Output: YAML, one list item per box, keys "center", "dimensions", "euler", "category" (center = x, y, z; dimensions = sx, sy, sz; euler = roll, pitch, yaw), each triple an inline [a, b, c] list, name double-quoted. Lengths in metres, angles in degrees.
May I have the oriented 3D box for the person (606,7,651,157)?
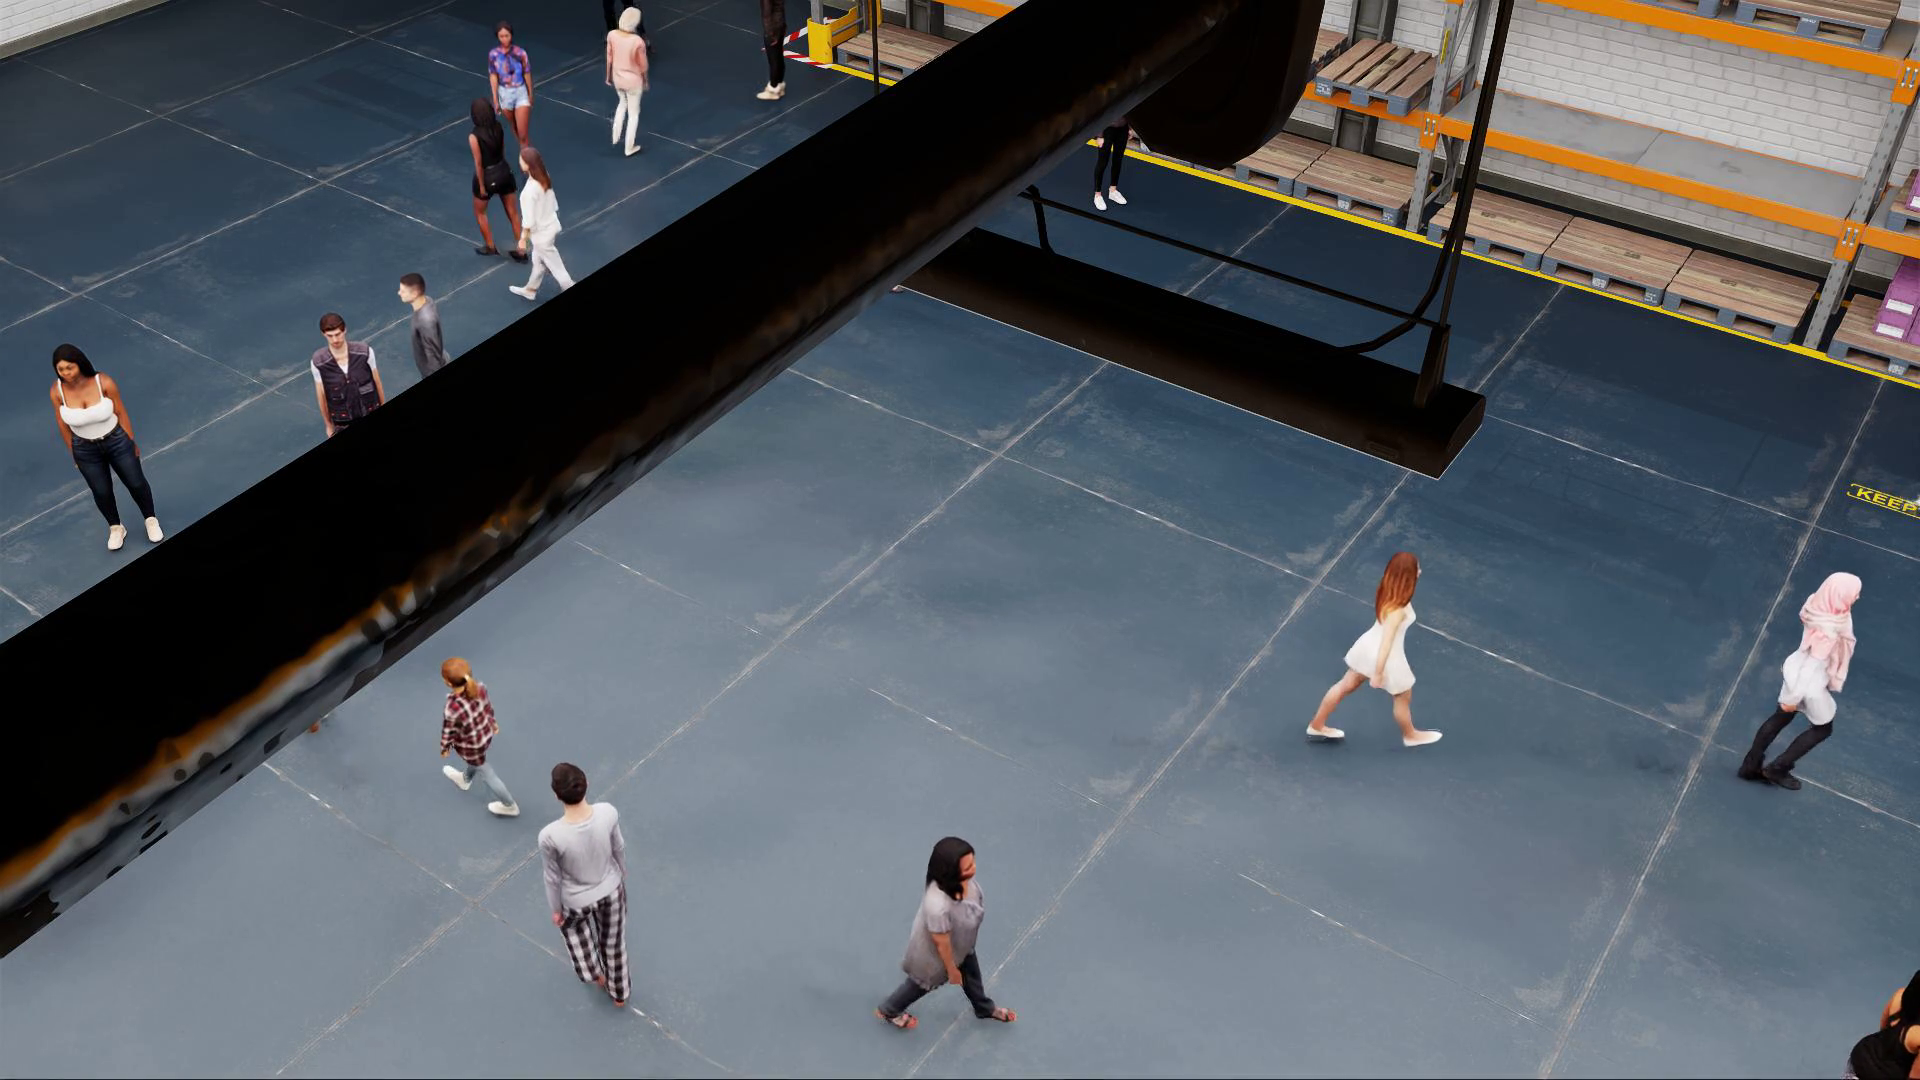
- center: [-3.702, -5.078, 18.440]
  dimensions: [0.612, 1.686, 0.810]
  euler: [5, 39, 6]
  category: "person"

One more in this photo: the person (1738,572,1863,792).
- center: [5.417, 0.918, 10.850]
  dimensions: [0.795, 1.789, 0.758]
  euler: [6, 39, 8]
  category: "person"

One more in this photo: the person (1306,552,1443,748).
- center: [2.730, 0.769, 11.139]
  dimensions: [1.200, 1.662, 0.994]
  euler: [1, 39, 2]
  category: "person"

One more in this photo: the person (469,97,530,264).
- center: [-4.535, -3.513, 16.454]
  dimensions: [0.779, 1.719, 0.615]
  euler: [22, 44, 25]
  category: "person"

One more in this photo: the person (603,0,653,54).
- center: [-4.200, -6.906, 20.634]
  dimensions: [0.876, 1.806, 1.224]
  euler: [-29, 47, -31]
  category: "person"

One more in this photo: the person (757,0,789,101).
- center: [-2.184, -6.019, 19.639]
  dimensions: [0.643, 1.661, 0.695]
  euler: [23, 44, 26]
  category: "person"

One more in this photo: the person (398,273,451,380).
- center: [-4.356, -1.435, 13.817]
  dimensions: [0.756, 1.762, 0.662]
  euler: [-12, 40, -15]
  category: "person"

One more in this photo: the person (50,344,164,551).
- center: [-6.654, -0.737, 12.906]
  dimensions: [0.752, 1.809, 0.783]
  euler: [-13, 40, -16]
  category: "person"

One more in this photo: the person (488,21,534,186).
- center: [-4.843, -4.799, 18.083]
  dimensions: [1.140, 1.695, 1.183]
  euler: [-6, 39, -7]
  category: "person"

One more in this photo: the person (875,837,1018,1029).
- center: [-0.179, 2.242, 9.370]
  dimensions: [1.151, 1.566, 0.914]
  euler: [7, 39, 8]
  category: "person"

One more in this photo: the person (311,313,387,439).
- center: [-4.784, -0.997, 13.200]
  dimensions: [0.752, 1.848, 0.754]
  euler: [-17, 42, -20]
  category: "person"

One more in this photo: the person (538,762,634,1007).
- center: [-2.060, 2.031, 9.418]
  dimensions: [0.792, 1.836, 0.833]
  euler: [-21, 43, -24]
  category: "person"

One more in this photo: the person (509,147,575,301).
- center: [-3.866, -2.910, 15.745]
  dimensions: [1.056, 1.662, 0.916]
  euler: [1, 39, 2]
  category: "person"

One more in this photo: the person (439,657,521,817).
- center: [-3.100, 1.309, 10.773]
  dimensions: [0.911, 1.274, 0.652]
  euler: [15, 41, 18]
  category: "person"
